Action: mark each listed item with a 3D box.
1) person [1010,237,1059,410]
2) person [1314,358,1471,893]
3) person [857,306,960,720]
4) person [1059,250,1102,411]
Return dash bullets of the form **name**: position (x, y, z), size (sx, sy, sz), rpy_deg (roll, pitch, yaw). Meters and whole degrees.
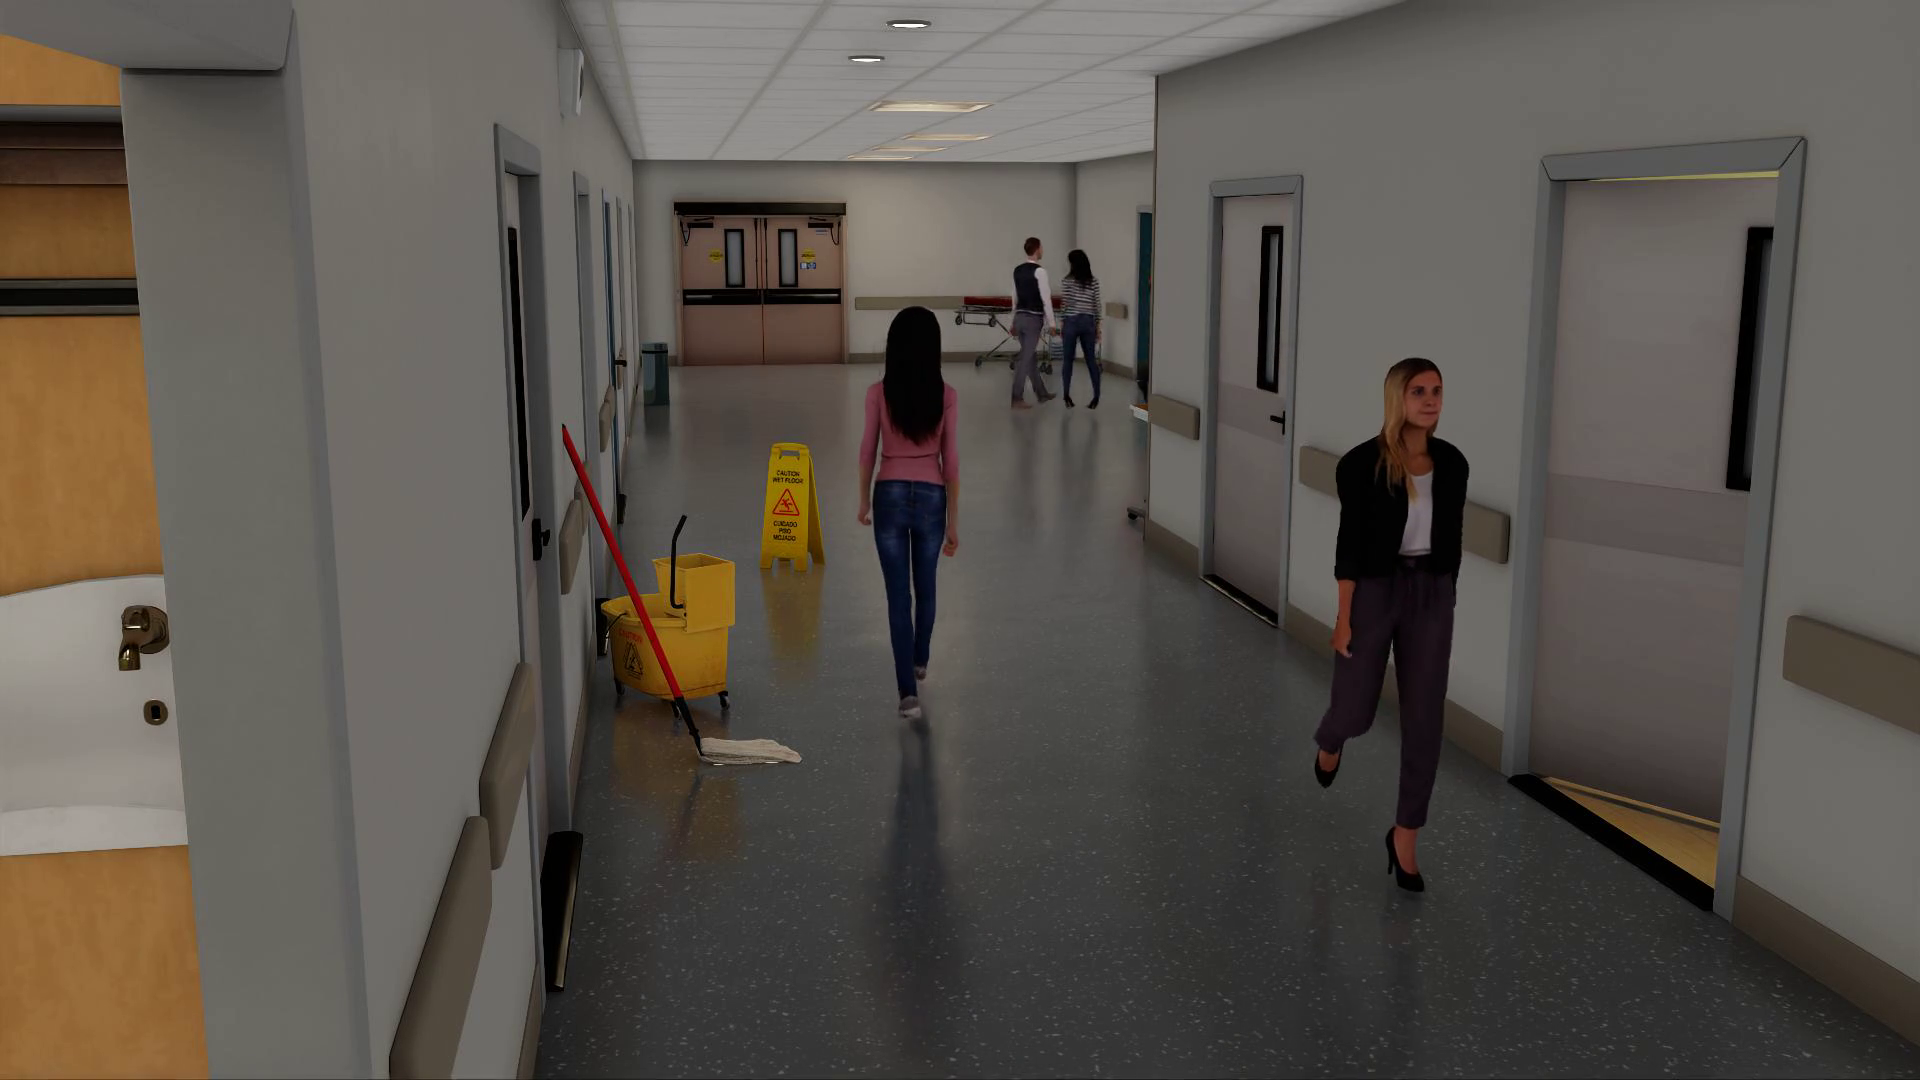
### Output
- **person**: position (0.703, -2.424, 18.719), size (1.027, 1.913, 1.076), rpy_deg (-8, 14, -38)
- **person**: position (1.343, 0.253, 5.308), size (0.622, 1.652, 0.924), rpy_deg (-1, 11, -7)
- **person**: position (-0.216, -0.083, 6.961), size (0.589, 1.698, 1.121), rpy_deg (-1, 11, -8)
- **person**: position (1.293, -2.294, 18.392), size (0.612, 1.764, 0.554), rpy_deg (-1, 11, -6)
